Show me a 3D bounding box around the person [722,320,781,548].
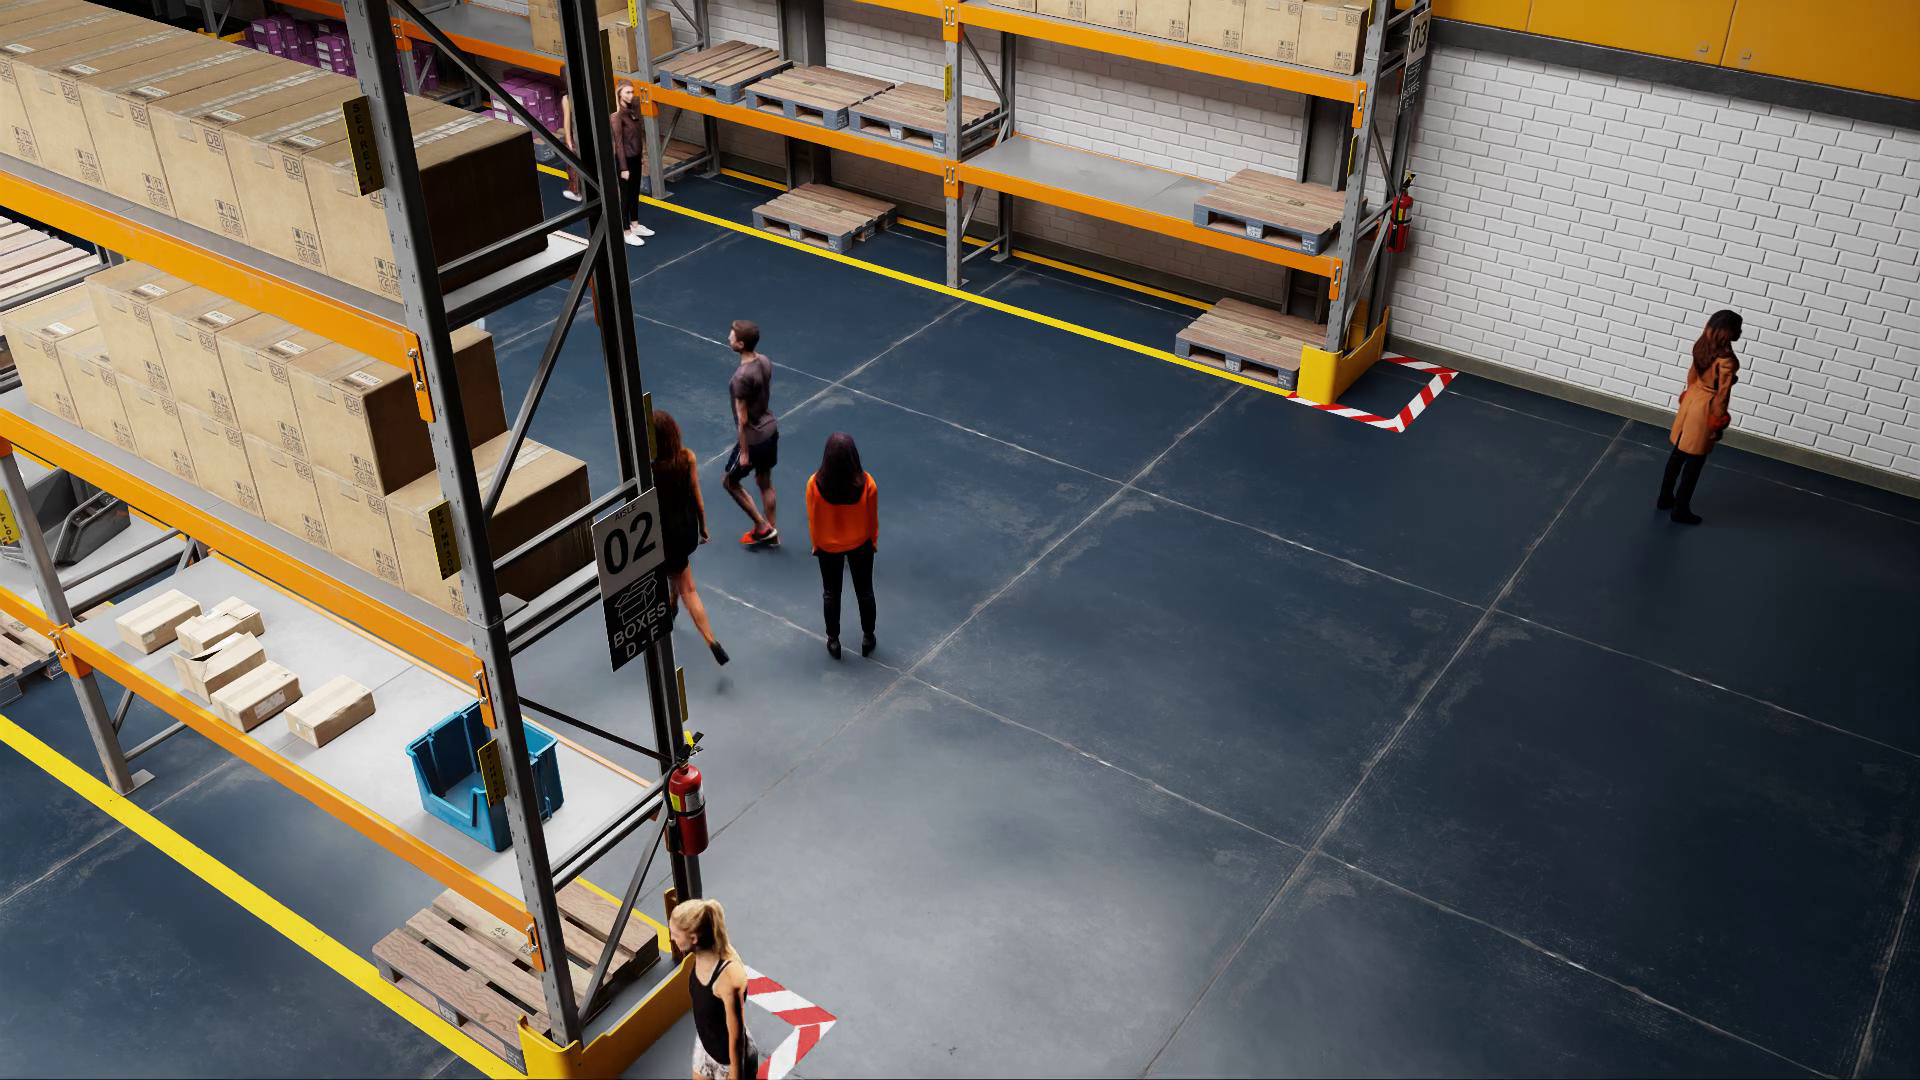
[{"bbox_3d":[-1.430,-0.733,12.162,0.707,1.842,0.751,11,35,16],"label":"person"}]

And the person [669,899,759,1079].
[{"bbox_3d":[-0.989,2.302,7.619,0.938,1.817,1.051,-20,39,-28],"label":"person"}]

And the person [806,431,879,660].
[{"bbox_3d":[-0.766,0.038,11.087,0.693,1.748,0.768,-3,34,-4],"label":"person"}]

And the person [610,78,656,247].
[{"bbox_3d":[-3.401,-3.888,17.035,0.606,1.703,0.656,10,35,15],"label":"person"}]

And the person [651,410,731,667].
[{"bbox_3d":[-1.836,0.051,11.036,0.893,1.784,1.297,-20,39,-27],"label":"person"}]

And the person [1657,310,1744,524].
[{"bbox_3d":[5.608,-0.941,12.583,0.823,1.724,0.772,-4,34,-6],"label":"person"}]
